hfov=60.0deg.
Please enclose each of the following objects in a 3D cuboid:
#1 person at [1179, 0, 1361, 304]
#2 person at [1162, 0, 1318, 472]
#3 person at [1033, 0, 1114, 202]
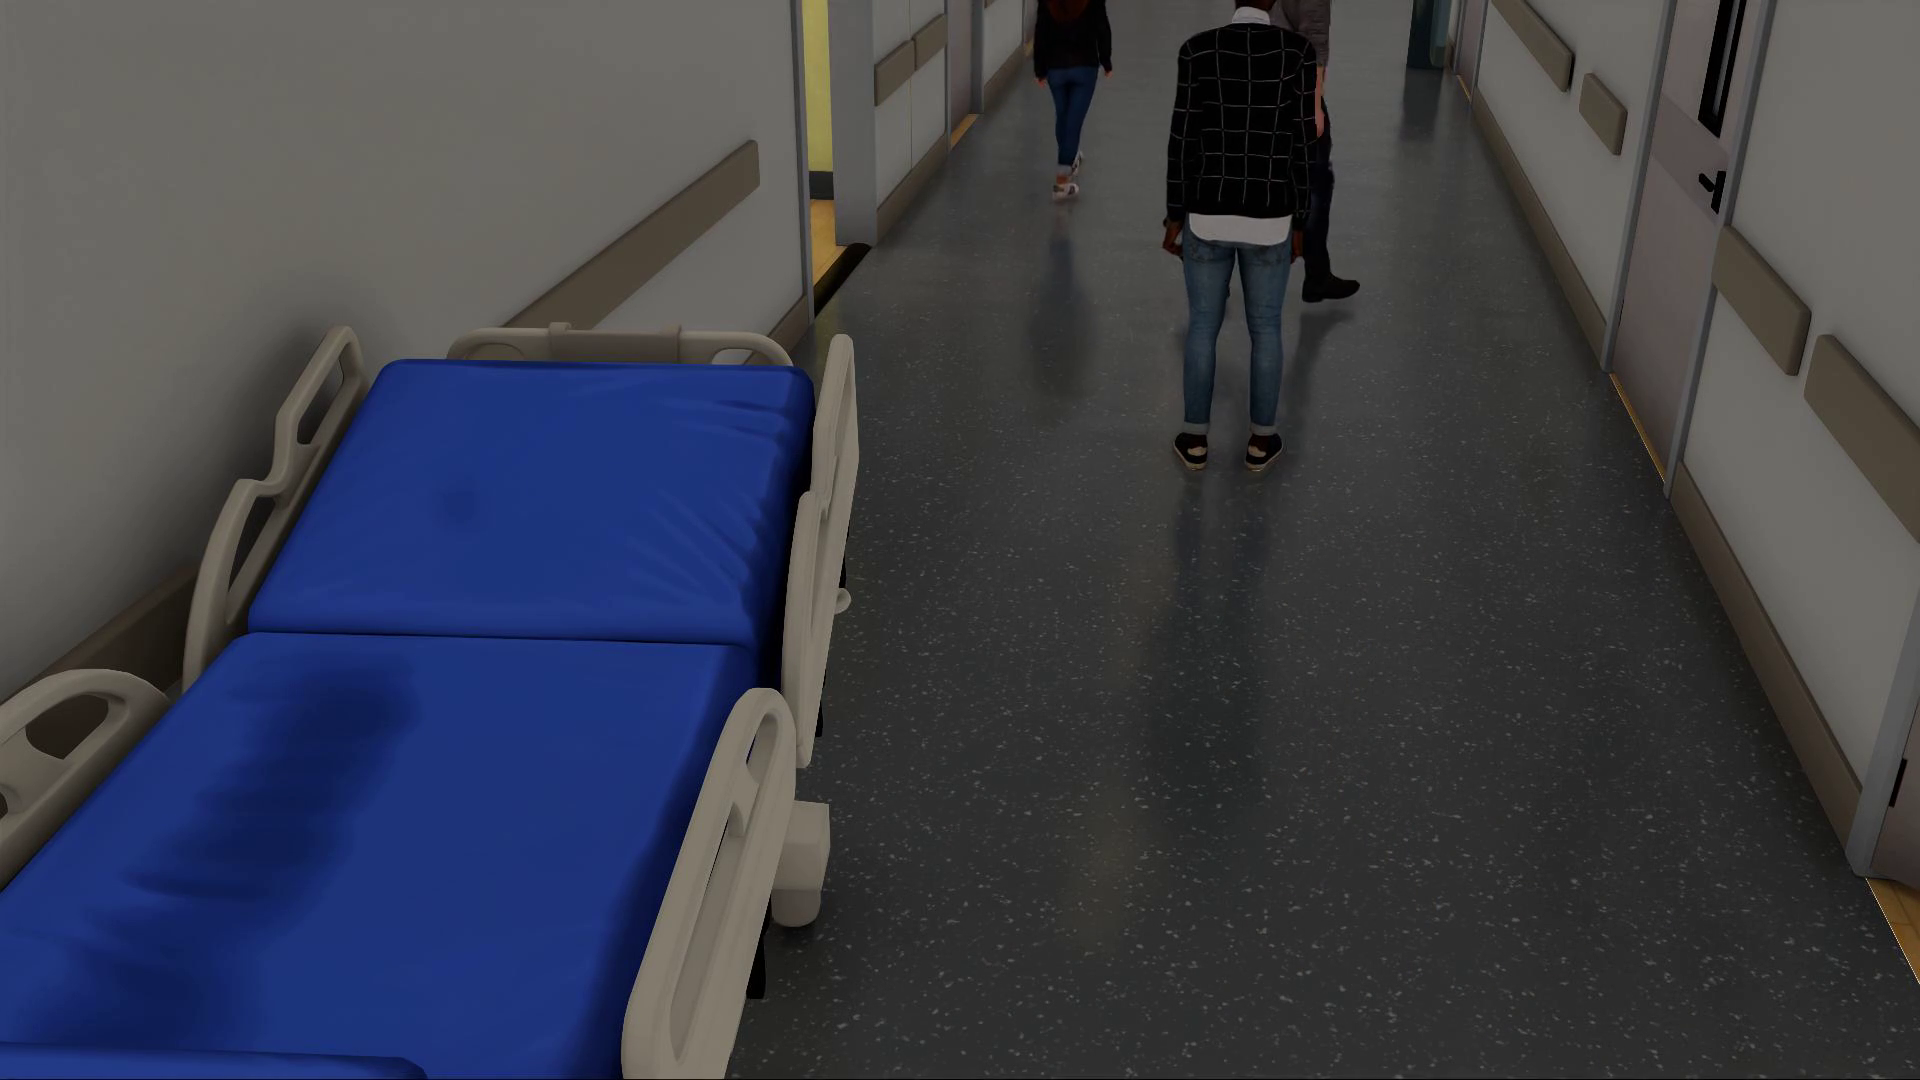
[{"bbox_3d":[1.419,-1.997,7.564,1.220,1.857,1.061,-5,26,-11],"label":"person"},{"bbox_3d":[0.969,-1.126,5.801,0.485,1.819,0.714,4,26,8],"label":"person"},{"bbox_3d":[0.615,-2.640,9.370,0.898,1.447,0.732,9,27,19],"label":"person"}]
